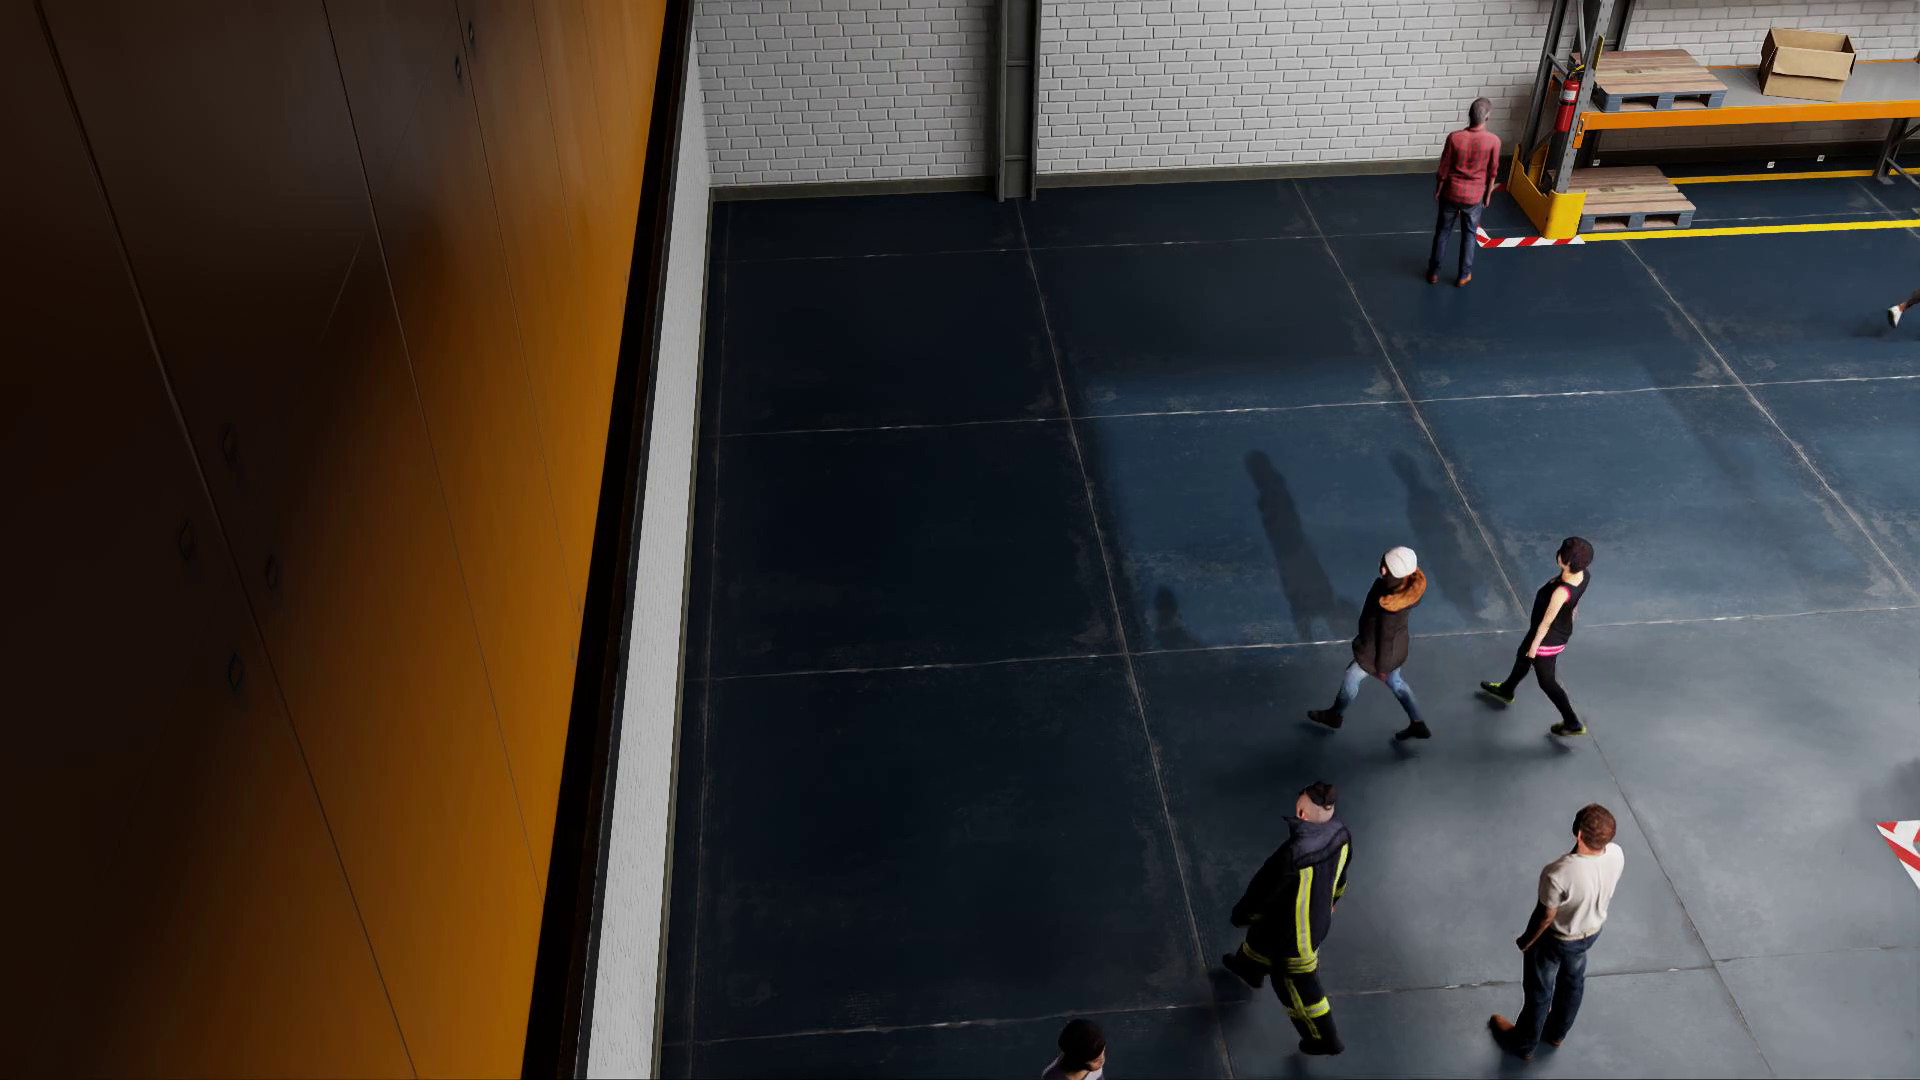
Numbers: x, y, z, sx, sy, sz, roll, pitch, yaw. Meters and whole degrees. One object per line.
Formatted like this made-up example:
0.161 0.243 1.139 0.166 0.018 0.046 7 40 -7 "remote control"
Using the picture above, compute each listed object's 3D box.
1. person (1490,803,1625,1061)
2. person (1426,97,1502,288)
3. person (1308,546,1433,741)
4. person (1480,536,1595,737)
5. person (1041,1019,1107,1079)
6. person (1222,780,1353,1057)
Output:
3.226 2.099 8.859 0.608 1.855 0.775 -13 40 -16 "person"
4.712 -3.254 15.583 0.638 1.829 0.822 11 40 13 "person"
2.825 0.703 10.806 1.140 1.606 1.000 20 43 23 "person"
3.946 0.654 10.937 1.037 1.519 0.978 27 46 30 "person"
0.439 2.816 8.217 0.906 1.535 0.850 29 47 32 "person"
1.864 2.050 8.943 1.237 1.827 1.215 30 48 32 "person"
